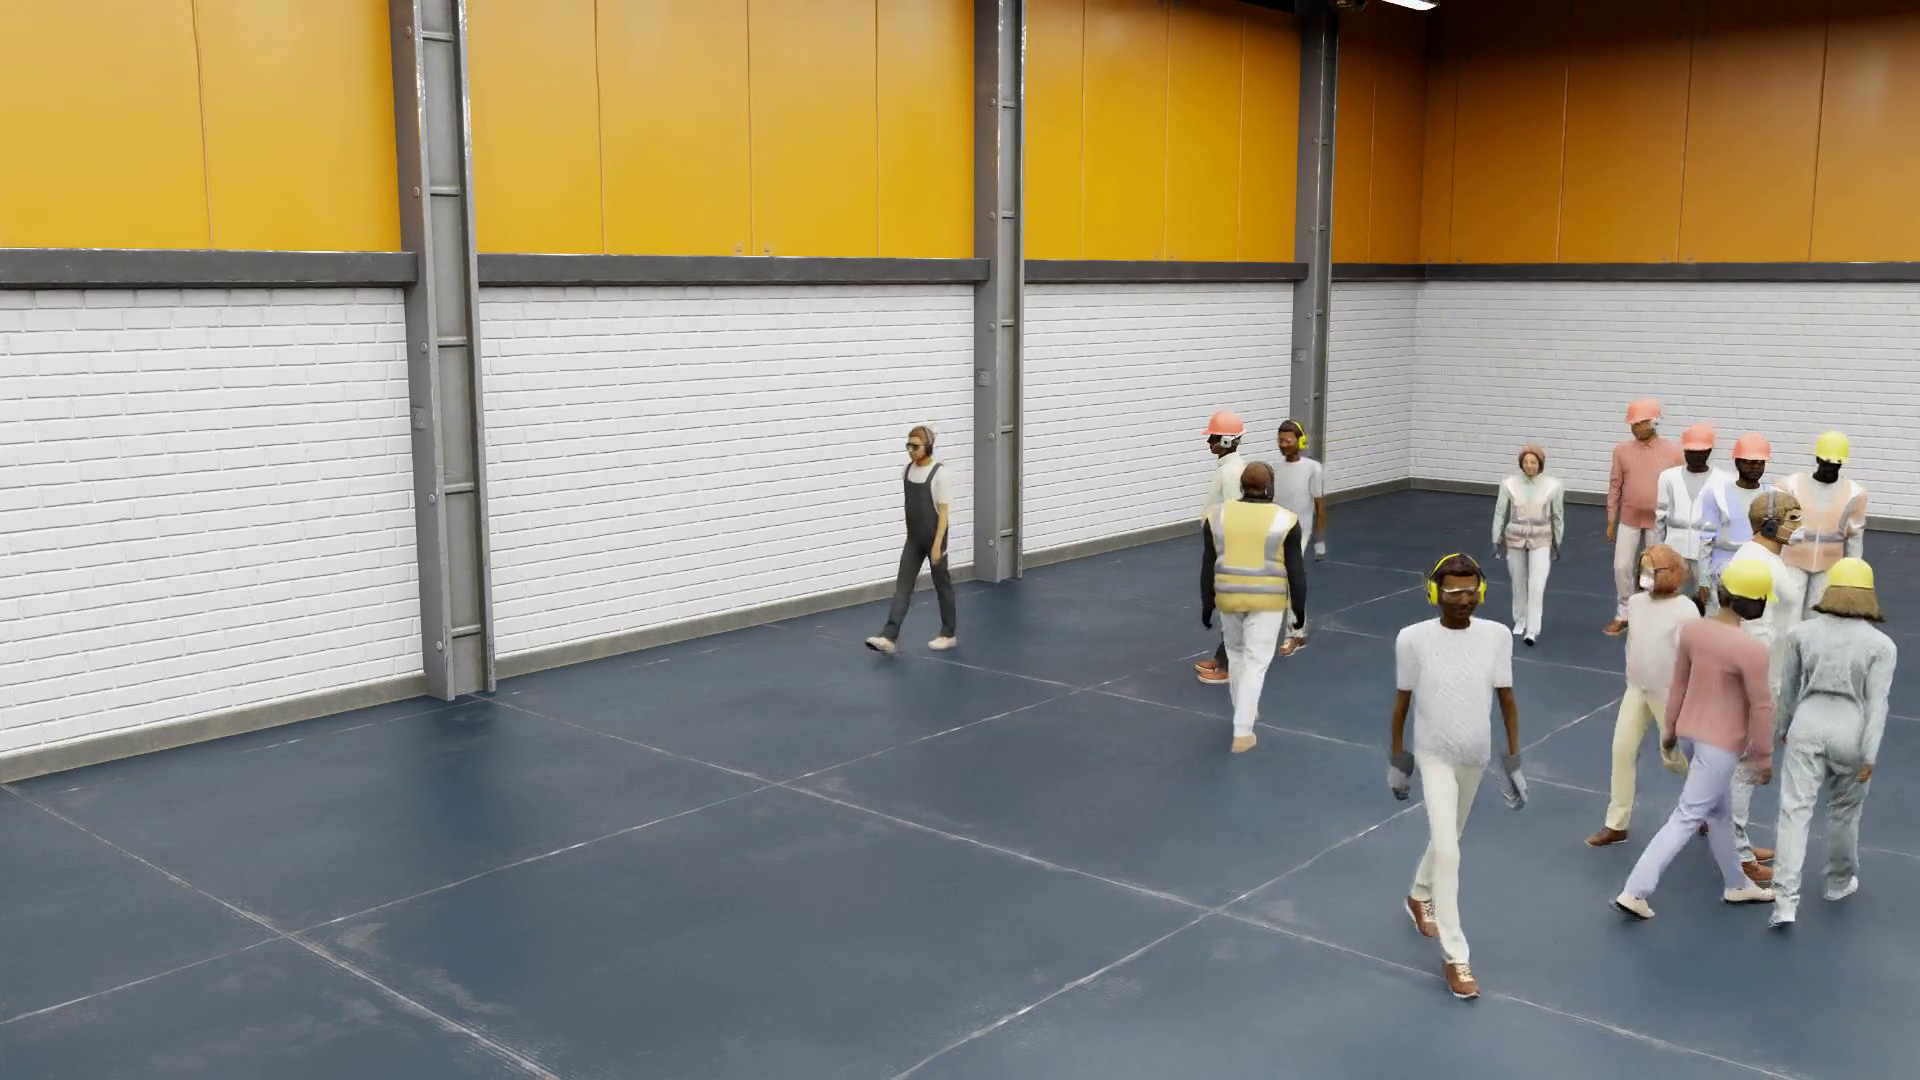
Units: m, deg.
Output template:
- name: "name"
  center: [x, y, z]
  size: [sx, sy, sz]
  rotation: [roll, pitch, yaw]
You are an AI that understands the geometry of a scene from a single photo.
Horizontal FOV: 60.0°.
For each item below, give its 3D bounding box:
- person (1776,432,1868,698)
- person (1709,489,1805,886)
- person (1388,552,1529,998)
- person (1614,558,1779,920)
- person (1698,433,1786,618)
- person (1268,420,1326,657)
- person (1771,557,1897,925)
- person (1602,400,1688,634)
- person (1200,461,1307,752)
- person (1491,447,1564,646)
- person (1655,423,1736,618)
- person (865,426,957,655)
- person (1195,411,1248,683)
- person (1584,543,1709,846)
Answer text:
- name: "person"
  center: [5.967, 0.186, 11.620]
  size: [0.616, 1.895, 0.556]
  rotation: [3, 10, 18]
- name: "person"
  center: [3.936, 0.708, 8.230]
  size: [0.373, 1.941, 0.627]
  rotation: [4, 10, 23]
- name: "person"
  center: [2.126, 0.941, 7.178]
  size: [0.519, 1.821, 0.982]
  rotation: [-1, 9, -5]
- name: "person"
  center: [3.433, 0.918, 7.627]
  size: [0.918, 1.709, 0.534]
  rotation: [-2, 9, -14]
- name: "person"
  center: [5.207, 0.252, 11.084]
  size: [0.545, 1.942, 0.354]
  rotation: [1, 9, 8]
- name: "person"
  center: [2.548, -0.014, 13.041]
  size: [0.639, 1.844, 0.541]
  rotation: [-8, 12, -43]
- name: "person"
  center: [4.002, 0.925, 7.675]
  size: [0.499, 1.684, 0.929]
  rotation: [8, 12, 40]
- name: "person"
  center: [5.627, -0.144, 13.522]
  size: [0.736, 1.968, 0.474]
  rotation: [7, 11, 36]
- name: "person"
  center: [1.906, 0.394, 10.612]
  size: [0.647, 1.805, 0.868]
  rotation: [5, 10, 26]
- name: "person"
  center: [4.596, 0.042, 13.496]
  size: [0.545, 1.588, 0.867]
  rotation: [4, 10, 25]
- name: "person"
  center: [5.296, 0.112, 12.060]
  size: [0.569, 1.904, 0.836]
  rotation: [6, 11, 33]
- name: "person"
  center: [-0.339, 0.020, 12.974]
  size: [0.540, 1.798, 0.937]
  rotation: [8, 12, 41]
- name: "person"
  center: [1.937, 0.050, 12.191]
  size: [0.377, 1.995, 0.612]
  rotation: [1, 9, 7]
- name: "person"
  center: [3.679, 0.802, 8.682]
  size: [0.759, 1.601, 0.505]
  rotation: [-4, 10, -23]
